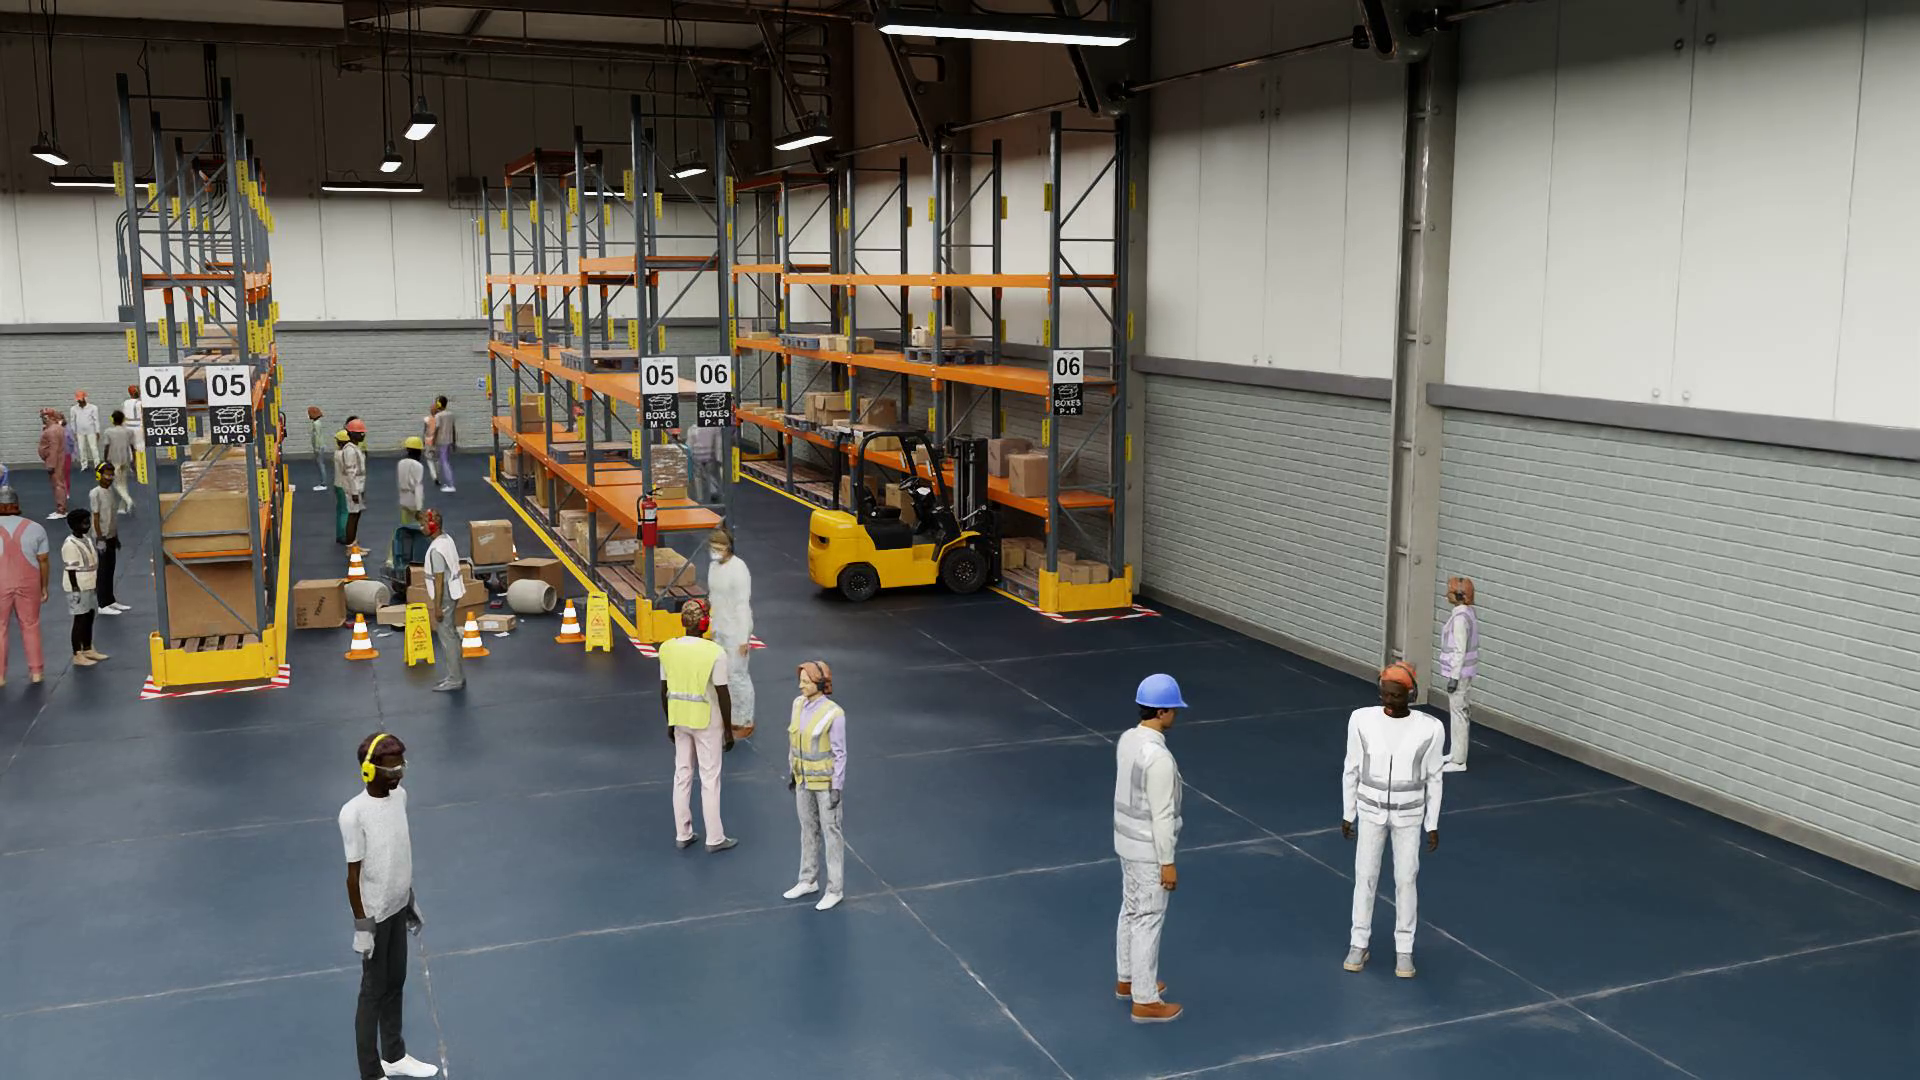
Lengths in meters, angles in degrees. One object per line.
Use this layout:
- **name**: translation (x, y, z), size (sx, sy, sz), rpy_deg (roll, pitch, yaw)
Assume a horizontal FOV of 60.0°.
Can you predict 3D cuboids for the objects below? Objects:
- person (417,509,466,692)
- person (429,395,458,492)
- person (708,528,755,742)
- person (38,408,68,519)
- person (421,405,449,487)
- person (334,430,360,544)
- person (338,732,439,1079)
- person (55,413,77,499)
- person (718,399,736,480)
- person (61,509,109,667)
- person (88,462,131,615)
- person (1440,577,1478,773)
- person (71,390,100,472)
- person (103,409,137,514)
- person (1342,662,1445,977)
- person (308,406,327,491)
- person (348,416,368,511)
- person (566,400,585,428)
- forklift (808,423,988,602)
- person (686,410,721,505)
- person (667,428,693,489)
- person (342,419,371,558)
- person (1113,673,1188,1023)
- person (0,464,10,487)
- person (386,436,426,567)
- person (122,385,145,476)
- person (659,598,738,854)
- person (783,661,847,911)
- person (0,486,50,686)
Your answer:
- **person**: translation (-5.147, 0.598, 16.569), size (0.417, 1.828, 0.561), rpy_deg (-1, 9, -8)
- **person**: translation (-9.926, -1.831, 31.801), size (0.601, 1.852, 0.517), rpy_deg (2, 9, 14)
- **person**: translation (-2.058, 0.831, 14.802), size (0.401, 1.924, 0.678), rpy_deg (-6, 11, -34)
- **person**: translation (-15.438, -1.304, 28.299), size (0.406, 1.902, 0.636), rpy_deg (-3, 10, -21)
- **person**: translation (-10.326, -1.857, 32.741), size (0.568, 1.597, 0.802), rpy_deg (-3, 10, -21)
- **person**: translation (-9.481, -0.819, 25.664), size (0.325, 1.767, 0.533), rpy_deg (-6, 11, -34)
- **person**: translation (-2.884, 1.881, 8.371), size (0.329, 1.864, 0.508), rpy_deg (2, 9, 12)
- **person**: translation (-16.526, -1.533, 30.597), size (0.512, 1.605, 0.721), rpy_deg (-5, 10, -28)
- **person**: translation (-4.740, -2.129, 33.674), size (0.429, 1.845, 0.621), rpy_deg (-1, 9, -9)
- **person**: translation (-9.305, 0.500, 17.609), size (0.320, 1.686, 0.542), rpy_deg (-1, 9, -8)
- **person**: translation (-10.423, -0.022, 20.346), size (0.327, 1.865, 0.517), rpy_deg (-1, 9, -6)
- **person**: translation (4.151, 1.118, 13.868), size (0.307, 1.640, 0.521), rpy_deg (3, 10, 19)
- **person**: translation (-18.400, -2.283, 34.974), size (0.574, 1.737, 0.354), rpy_deg (-1, 9, -7)
- **person**: translation (-14.443, -1.330, 28.616), size (0.715, 1.854, 0.530), rpy_deg (7, 12, 39)
- **person**: translation (2.543, 1.637, 9.828), size (0.573, 1.886, 0.354), rpy_deg (3, 10, 19)
- **person**: translation (-12.391, -1.766, 32.068), size (0.277, 1.627, 0.502), rpy_deg (-4, 10, -21)
- **person**: translation (-10.678, -1.360, 29.292), size (0.541, 1.684, 0.473), rpy_deg (-9, 13, -44)
- **person**: translation (-7.883, -2.099, 34.136), size (0.274, 1.632, 0.508), rpy_deg (6, 11, 35)
- **forklift**: translation (-0.830, -0.399, 21.676), size (2.313, 2.155, 1.214), rpy_deg (-4, 10, -21)
- **person**: translation (-4.565, -1.460, 29.556), size (0.615, 1.812, 0.460), rpy_deg (-5, 10, -29)
- **person**: translation (-4.588, -0.991, 26.872), size (0.563, 1.730, 0.593), rpy_deg (-5, 10, -27)
- **person**: translation (-8.871, -0.760, 24.475), size (0.413, 2.036, 0.606), rpy_deg (-2, 9, -12)
- **person**: translation (1.060, 1.700, 9.279), size (0.416, 1.940, 0.611), rpy_deg (-2, 9, -11)
- **person**: translation (-12.726, -0.330, 21.711), size (0.375, 2.046, 0.607), rpy_deg (7, 12, 39)
- **person**: translation (-7.732, -0.525, 23.497), size (0.603, 1.884, 0.905), rpy_deg (7, 11, 37)
- **person**: translation (-16.958, -2.244, 34.272), size (0.576, 1.882, 0.355), rpy_deg (4, 10, 24)
- **person**: translation (-1.883, 1.329, 11.890), size (0.566, 1.846, 0.389), rpy_deg (4, 10, 24)
- **person**: translation (-0.938, 1.590, 10.890), size (0.311, 1.642, 0.514), rpy_deg (-9, 13, -44)
- **person**: translation (-9.602, 0.447, 16.836), size (0.684, 2.000, 0.535), rpy_deg (-7, 12, -39)
